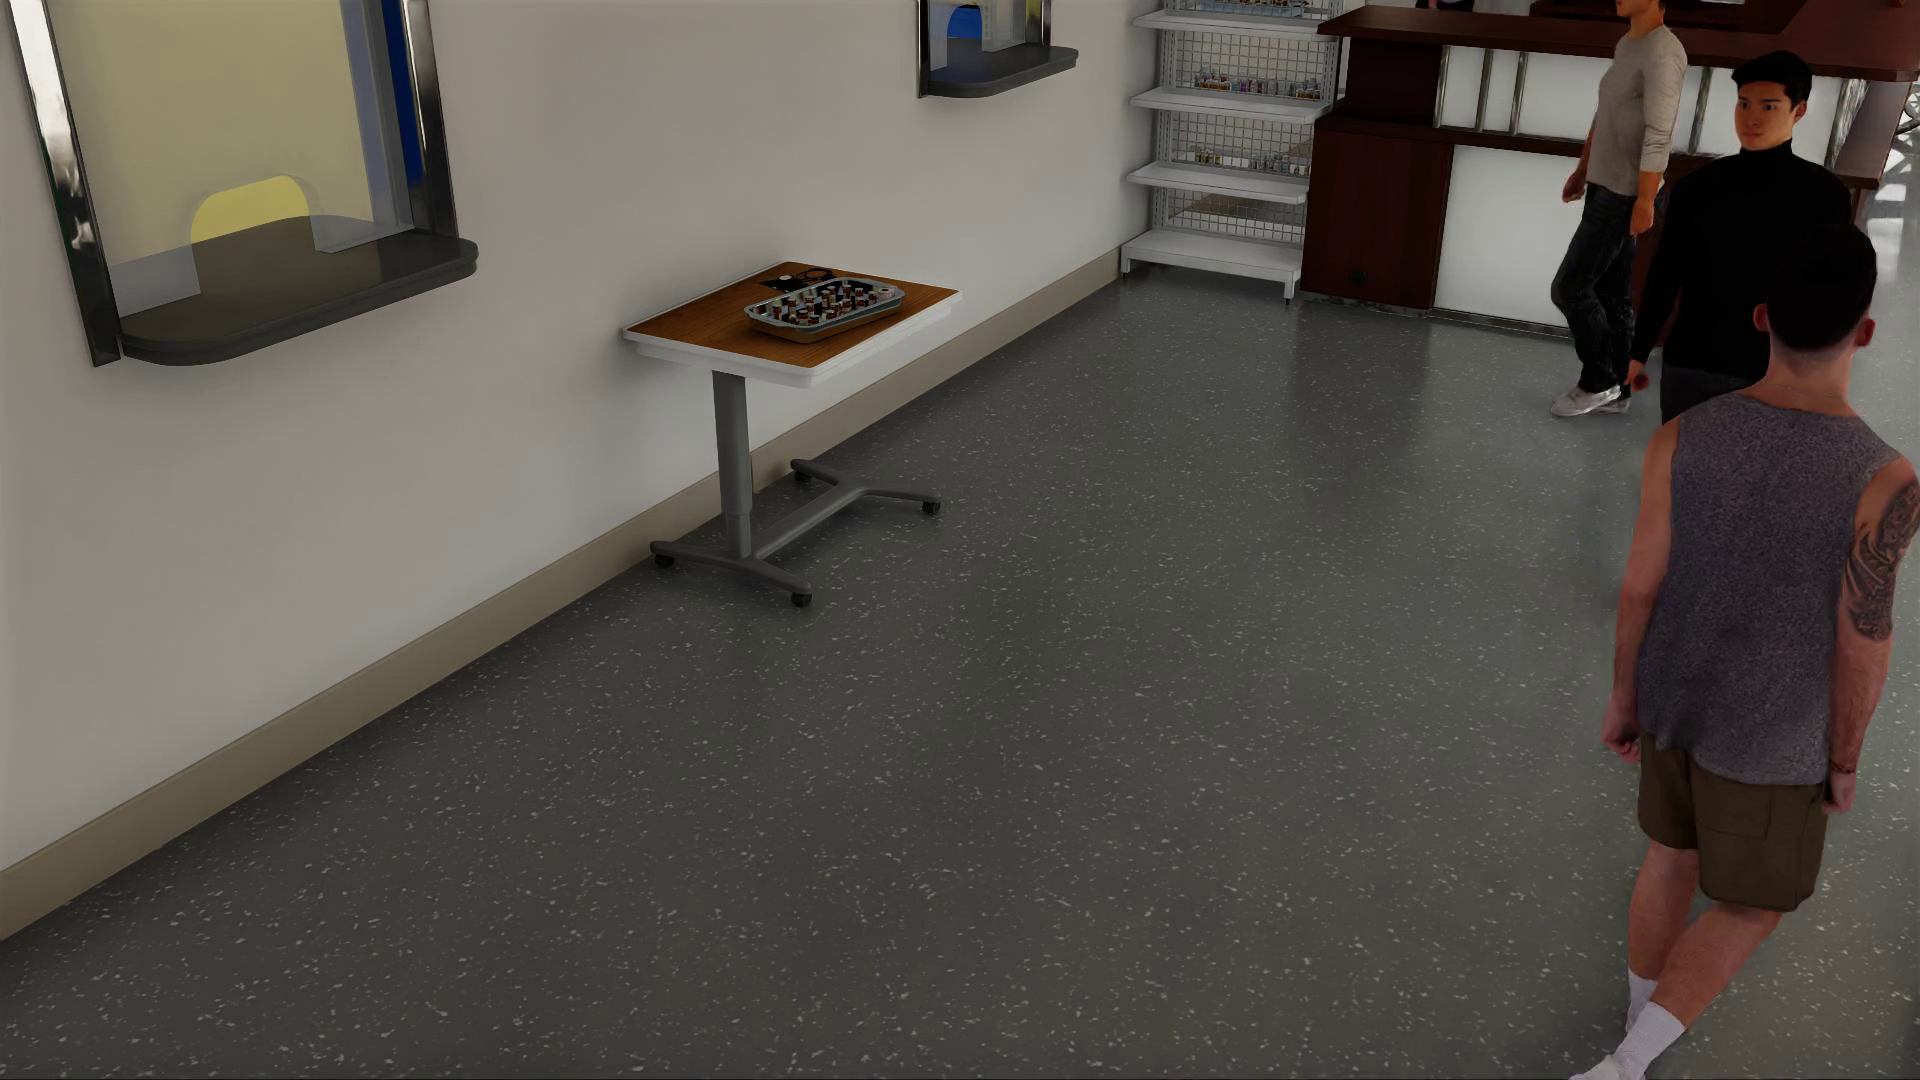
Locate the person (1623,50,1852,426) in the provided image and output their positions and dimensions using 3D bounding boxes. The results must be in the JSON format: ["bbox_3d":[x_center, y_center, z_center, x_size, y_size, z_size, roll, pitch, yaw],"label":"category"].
[{"bbox_3d":[2.314,-0.571,4.931,0.604,1.713,0.786,22,33,38],"label":"person"}]

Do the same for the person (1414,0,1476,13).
[{"bbox_3d":[3.321,-3.591,11.072,0.902,1.818,1.089,-17,31,-32],"label":"person"}]

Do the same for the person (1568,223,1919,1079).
[{"bbox_3d":[1.390,0.353,3.063,0.882,1.832,1.001,-23,34,-39],"label":"person"}]

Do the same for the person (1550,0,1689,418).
[{"bbox_3d":[2.650,-1.336,6.421,0.742,1.797,0.736,4,26,7],"label":"person"}]
